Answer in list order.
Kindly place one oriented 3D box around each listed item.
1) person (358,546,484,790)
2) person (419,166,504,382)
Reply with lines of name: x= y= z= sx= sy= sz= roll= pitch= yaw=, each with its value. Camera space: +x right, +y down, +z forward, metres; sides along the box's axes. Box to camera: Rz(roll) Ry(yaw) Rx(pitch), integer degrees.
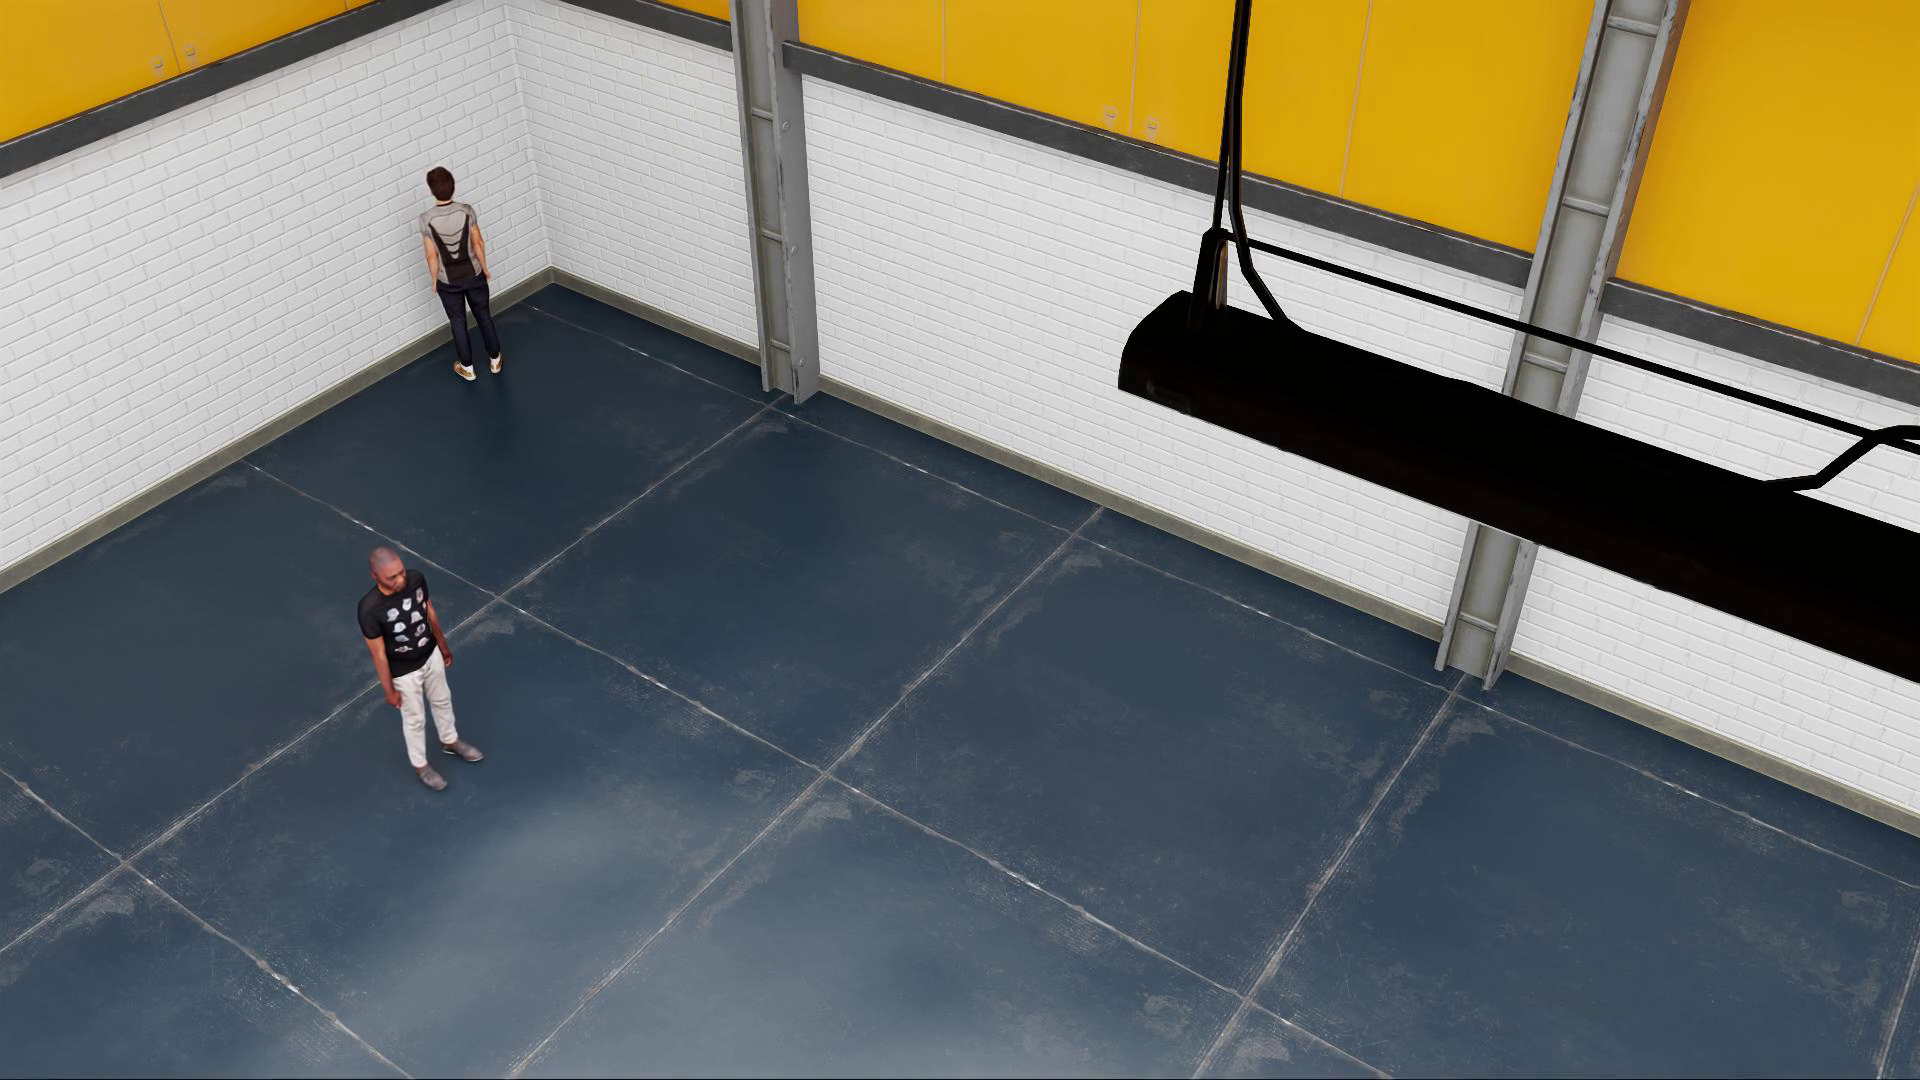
person: x=-3.338 y=0.738 z=10.106 sx=0.621 sy=1.802 sz=0.669 roll=20 pitch=43 yaw=24
person: x=-4.117 y=-2.193 z=13.697 sx=0.725 sy=1.900 sz=0.720 roll=-18 pitch=42 yaw=-21
